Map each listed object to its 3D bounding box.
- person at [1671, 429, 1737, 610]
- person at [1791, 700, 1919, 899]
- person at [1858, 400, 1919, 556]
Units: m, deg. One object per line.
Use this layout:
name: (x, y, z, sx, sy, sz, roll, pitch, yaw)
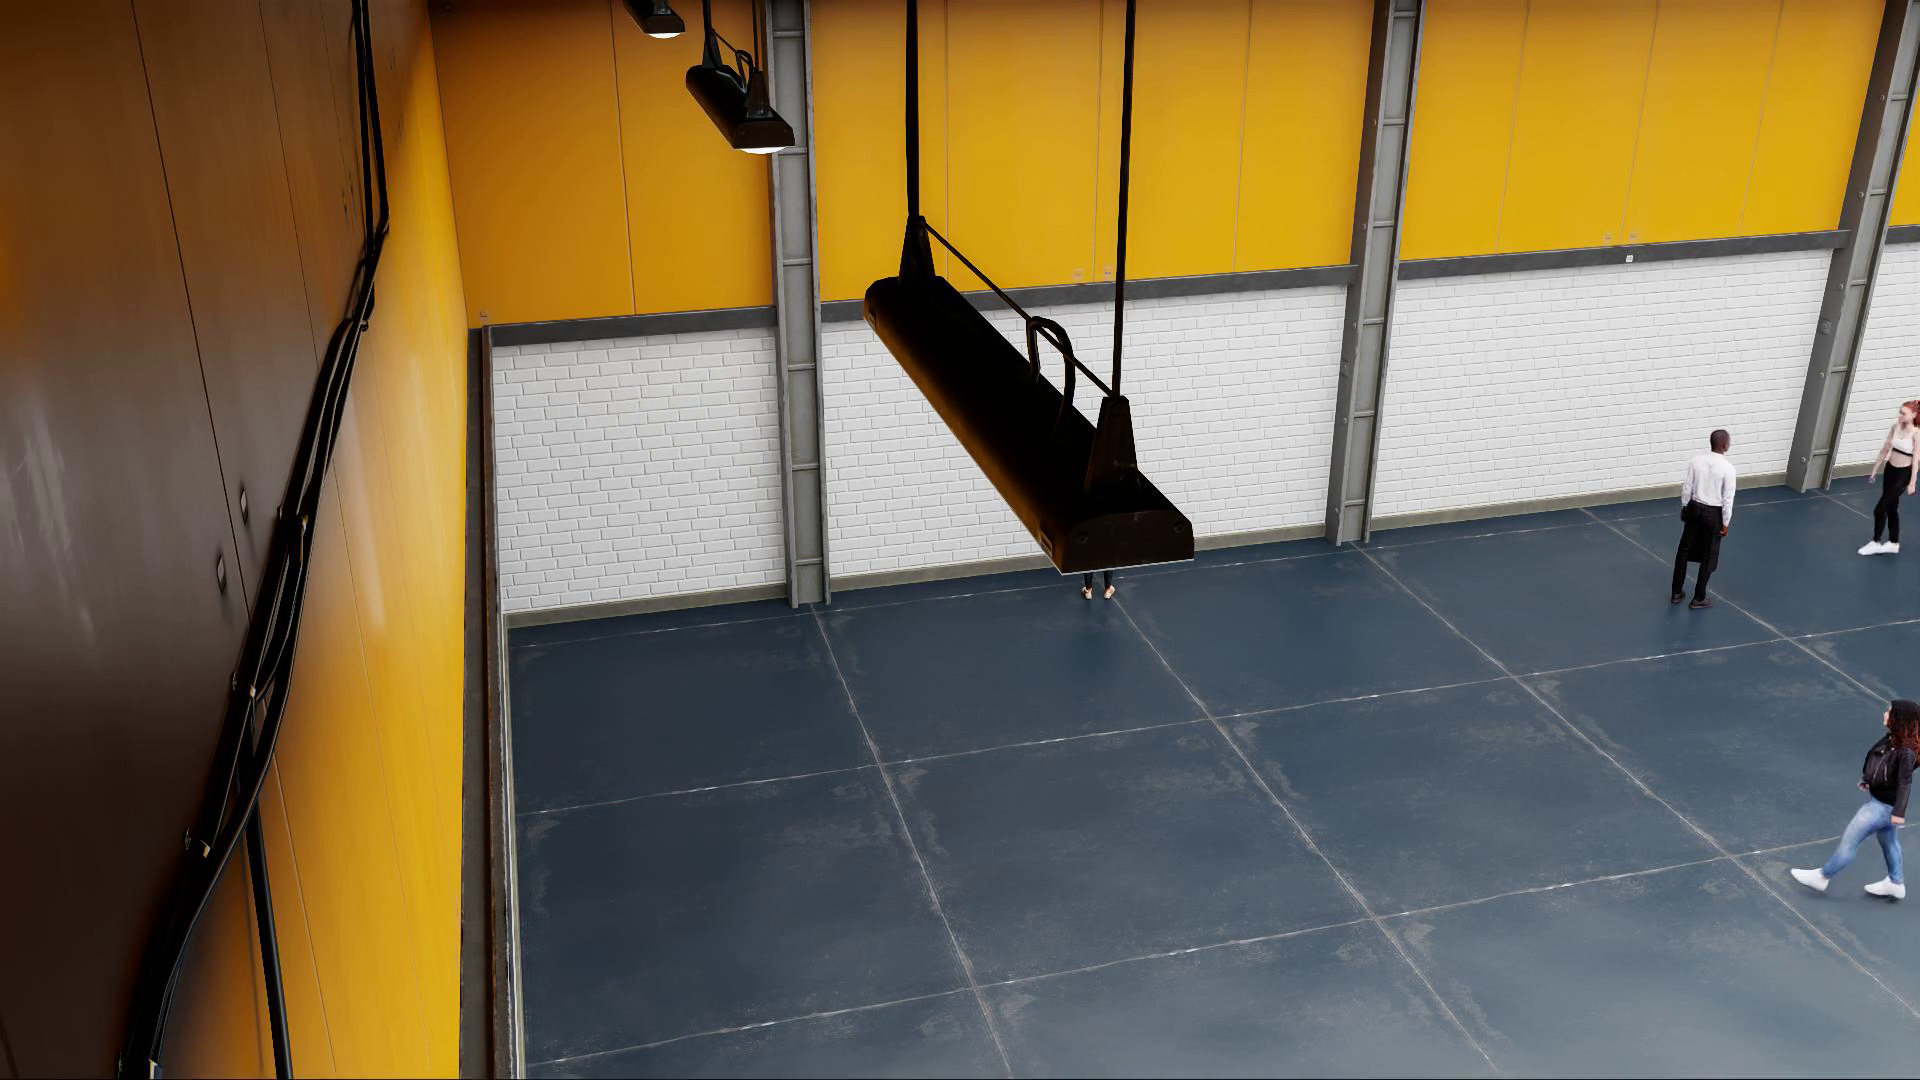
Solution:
person: (7.373, -0.218, 16.491, 0.689, 1.834, 0.718, -19, 30, -37)
person: (6.723, 1.899, 11.934, 1.132, 1.605, 1.015, 9, 25, 19)
person: (10.006, -0.651, 17.612, 0.757, 1.729, 0.645, -4, 24, -9)
